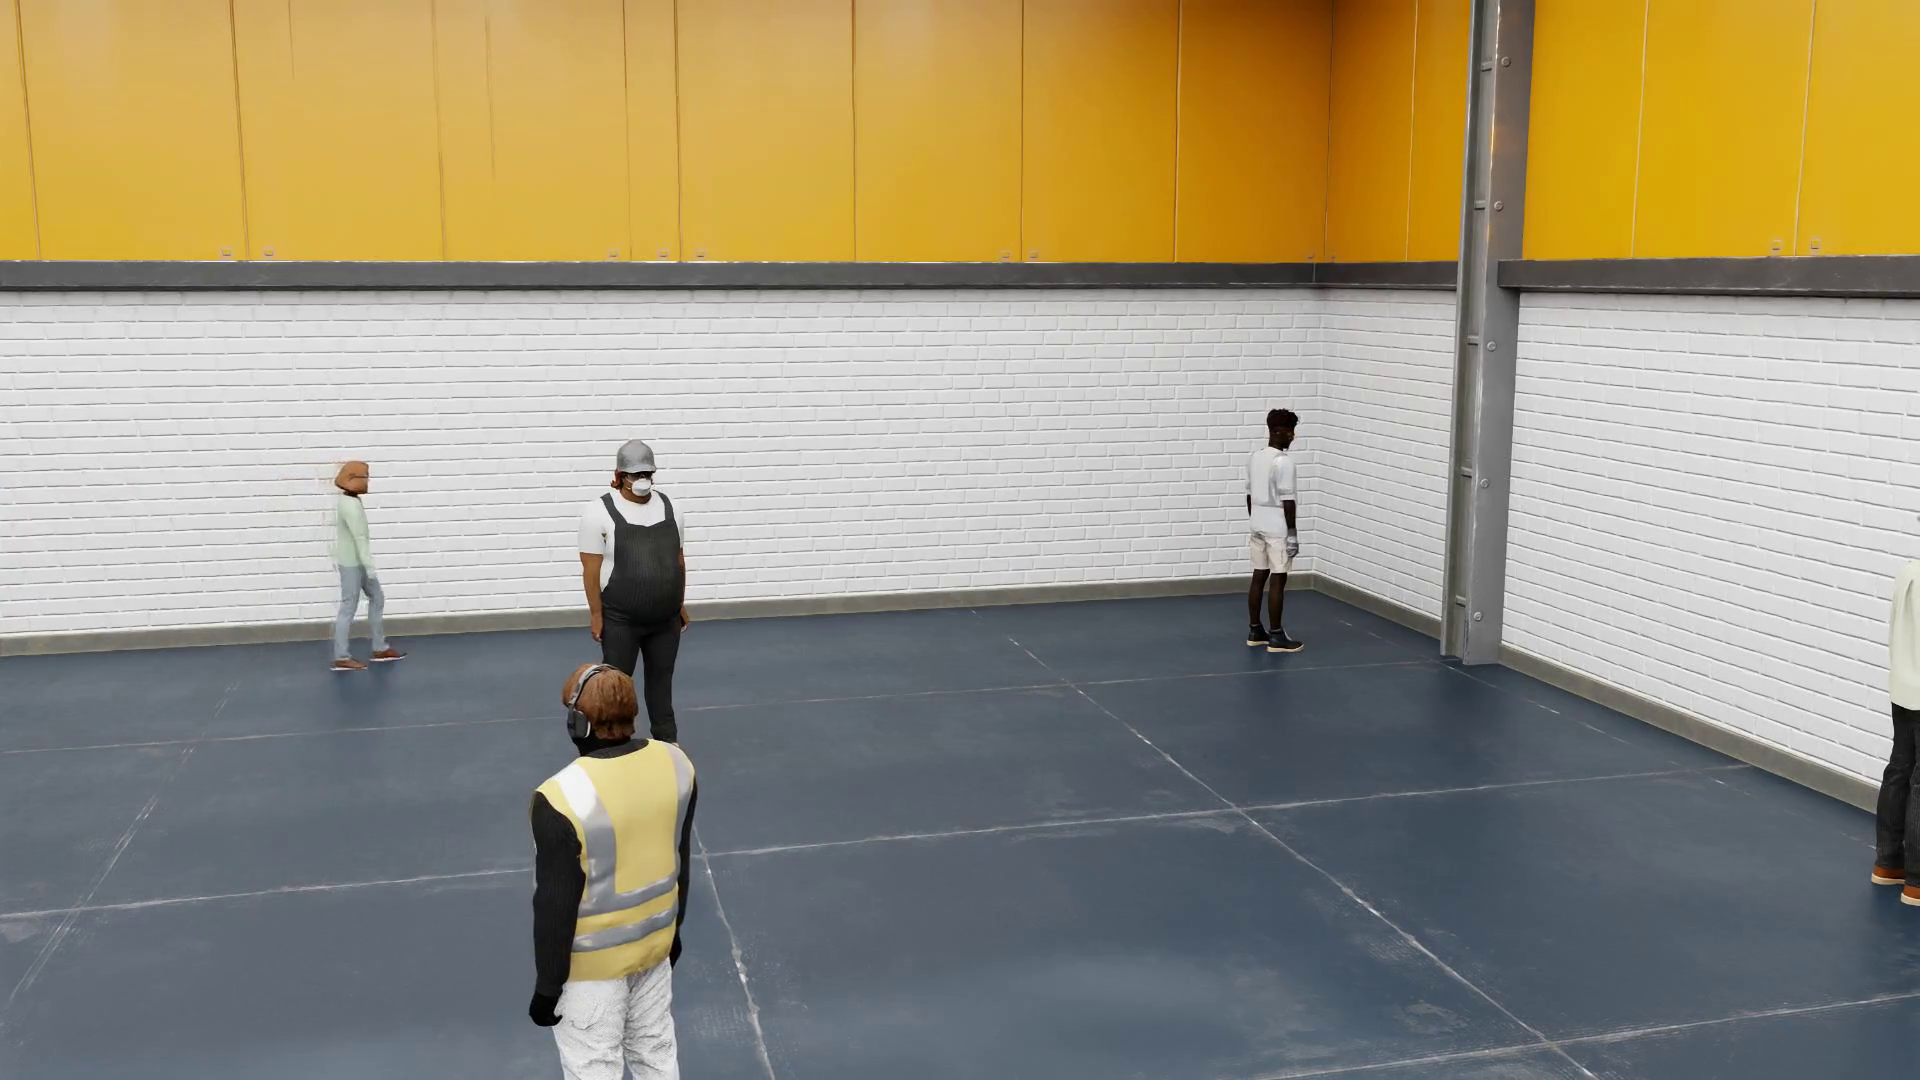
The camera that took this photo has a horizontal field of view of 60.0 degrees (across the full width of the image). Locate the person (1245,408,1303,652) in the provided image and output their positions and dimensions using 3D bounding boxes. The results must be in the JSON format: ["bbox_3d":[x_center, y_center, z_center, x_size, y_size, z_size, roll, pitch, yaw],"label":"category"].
[{"bbox_3d":[2.534,-0.083,13.394,0.380,1.958,0.602,-4,10,-24],"label":"person"}]

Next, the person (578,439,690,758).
[{"bbox_3d":[-1.933,0.398,10.138,0.687,2.000,0.538,-7,11,-36],"label":"person"}]

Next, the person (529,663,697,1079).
[{"bbox_3d":[-1.104,1.287,5.206,0.429,1.842,0.633,6,11,33],"label":"person"}]

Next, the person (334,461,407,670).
[{"bbox_3d":[-4.523,0.192,12.738,0.661,1.608,0.538,-4,10,-22],"label":"person"}]

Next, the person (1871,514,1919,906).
[{"bbox_3d":[4.694,0.762,8.019,0.387,1.991,0.609,1,9,4],"label":"person"}]
